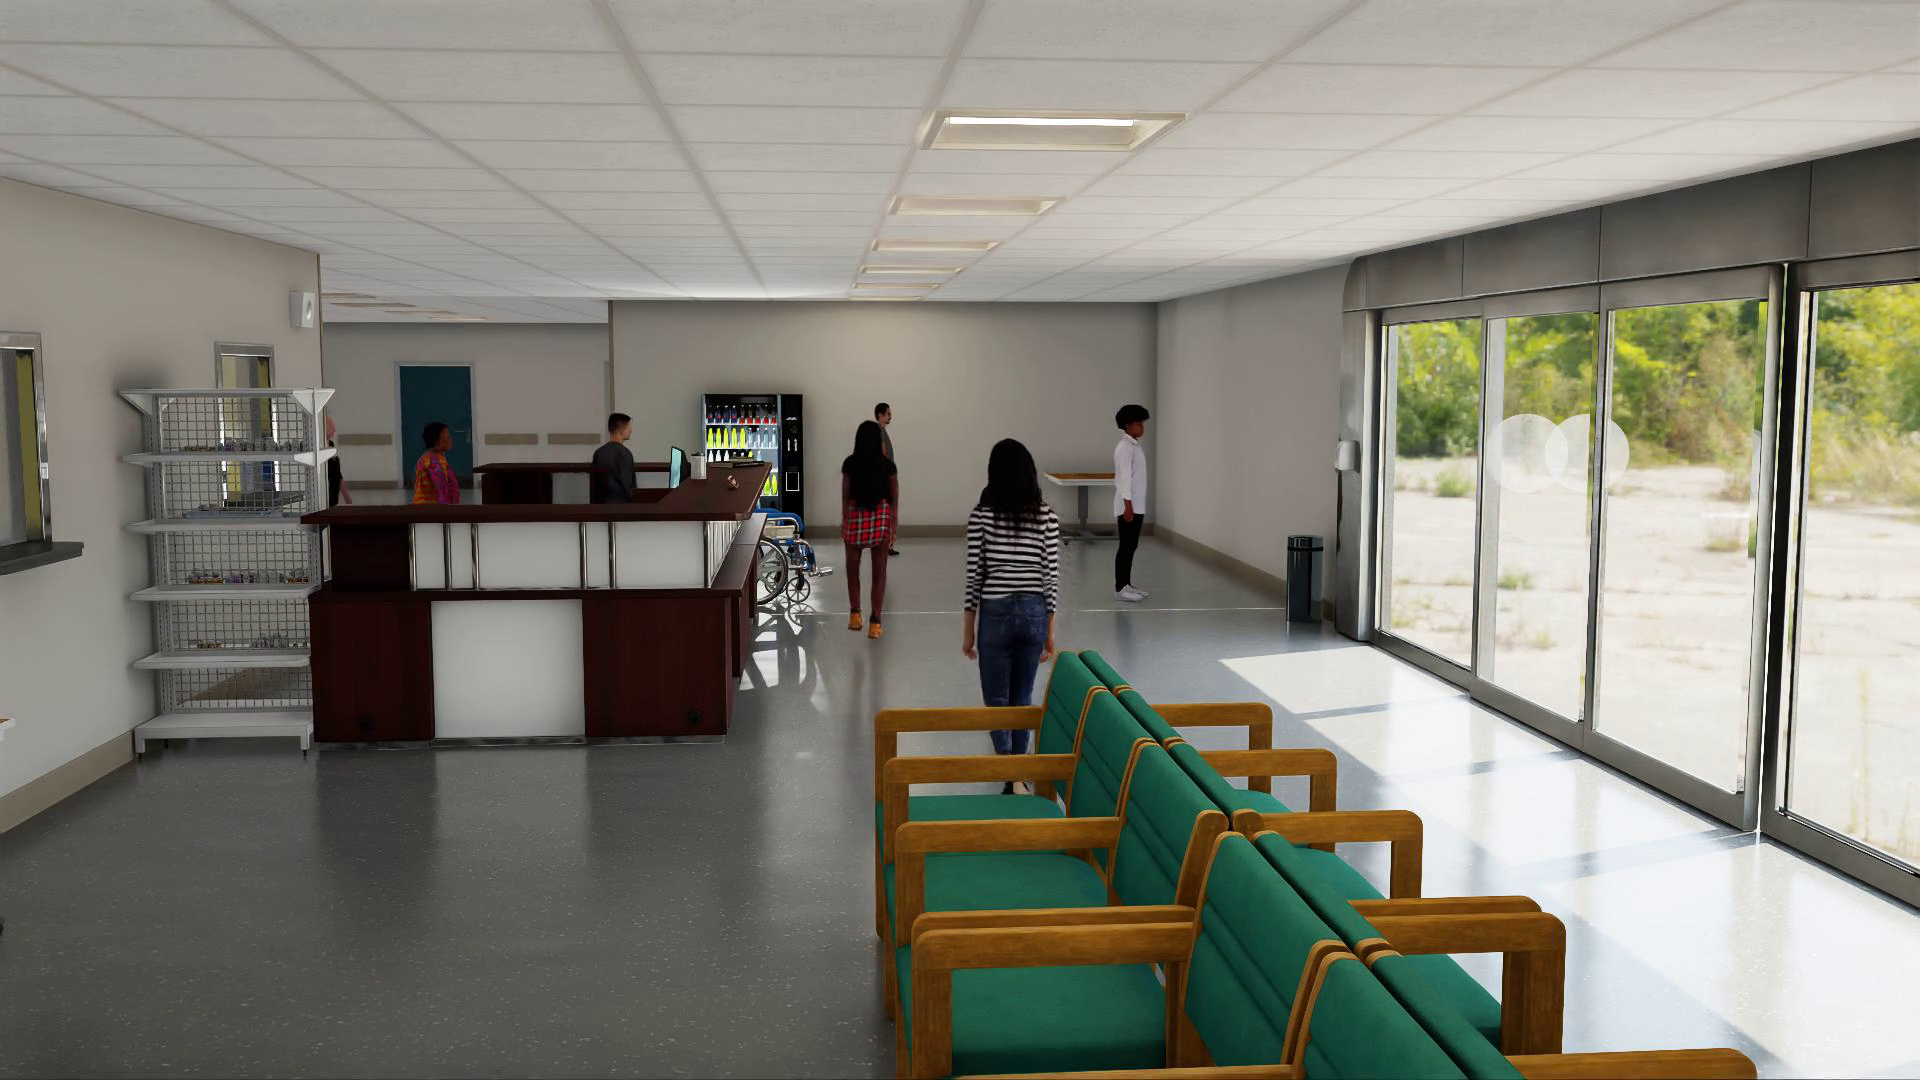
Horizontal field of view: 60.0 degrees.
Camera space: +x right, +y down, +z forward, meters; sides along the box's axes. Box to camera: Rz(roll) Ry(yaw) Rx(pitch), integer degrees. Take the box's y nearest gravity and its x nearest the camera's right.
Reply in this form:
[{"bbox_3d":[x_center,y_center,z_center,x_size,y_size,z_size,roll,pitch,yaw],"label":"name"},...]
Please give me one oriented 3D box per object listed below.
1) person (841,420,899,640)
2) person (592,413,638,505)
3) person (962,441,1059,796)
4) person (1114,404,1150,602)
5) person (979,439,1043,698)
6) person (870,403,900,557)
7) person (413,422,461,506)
[{"bbox_3d":[-0.712,-0.065,13.027,0.674,1.705,0.654,-1,6,-5],"label":"person"},{"bbox_3d":[-2.882,-0.185,13.884,0.732,1.771,0.796,5,7,38],"label":"person"},{"bbox_3d":[0.262,0.456,7.573,0.841,1.760,0.661,0,6,-3],"label":"person"},{"bbox_3d":[1.570,-0.351,15.352,0.683,1.807,0.706,2,6,19],"label":"person"},{"bbox_3d":[0.298,0.251,9.844,0.482,1.713,0.668,-2,6,-15],"label":"person"},{"bbox_3d":[-0.919,-0.716,19.245,0.573,1.754,0.641,-1,6,-11],"label":"person"},{"bbox_3d":[-4.779,-0.224,14.926,1.243,1.641,0.932,-3,6,-25],"label":"person"}]
